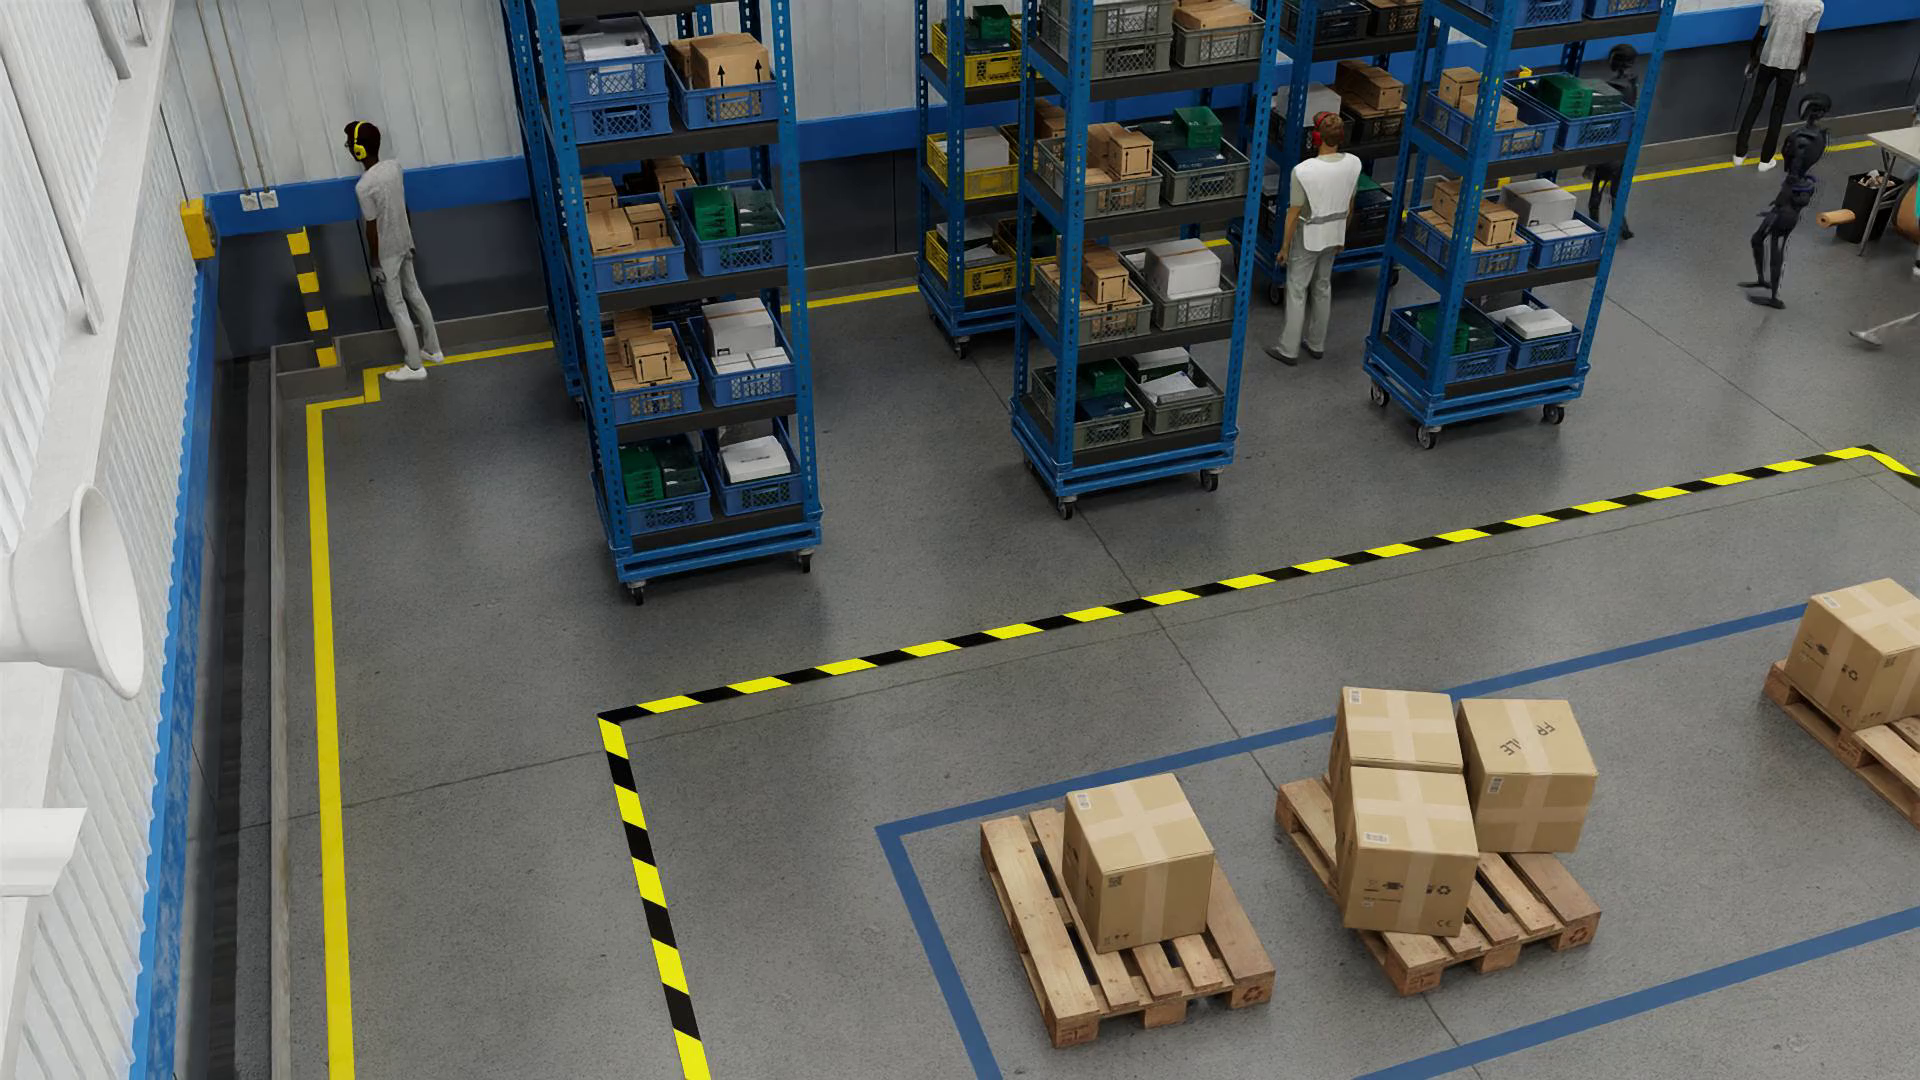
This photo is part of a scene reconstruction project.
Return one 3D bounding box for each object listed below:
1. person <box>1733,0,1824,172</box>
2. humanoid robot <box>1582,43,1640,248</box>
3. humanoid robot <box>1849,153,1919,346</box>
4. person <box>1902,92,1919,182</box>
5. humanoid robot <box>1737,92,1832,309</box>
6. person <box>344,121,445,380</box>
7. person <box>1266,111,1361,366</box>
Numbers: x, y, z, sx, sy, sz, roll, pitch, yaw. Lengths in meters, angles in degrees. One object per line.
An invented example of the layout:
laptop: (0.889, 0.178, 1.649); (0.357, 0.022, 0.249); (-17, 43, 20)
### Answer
person: (7.176, -4.160, 14.580); (0.511, 1.858, 0.332); (24, 42, 30)
humanoid robot: (5.260, -3.110, 13.251); (0.492, 1.645, 0.609); (30, 45, 35)
humanoid robot: (7.002, -2.004, 11.645); (1.023, 1.726, 0.541); (19, 39, 25)
person: (8.170, -3.548, 13.825); (0.711, 1.716, 0.490); (-7, 36, -9)
humanoid robot: (6.165, -2.520, 12.407); (0.432, 1.651, 0.593); (19, 40, 25)
person: (-3.928, -1.999, 11.510); (0.314, 1.862, 0.505); (9, 36, 13)
person: (2.500, -2.083, 11.654); (0.565, 1.832, 0.398); (-17, 39, -22)
